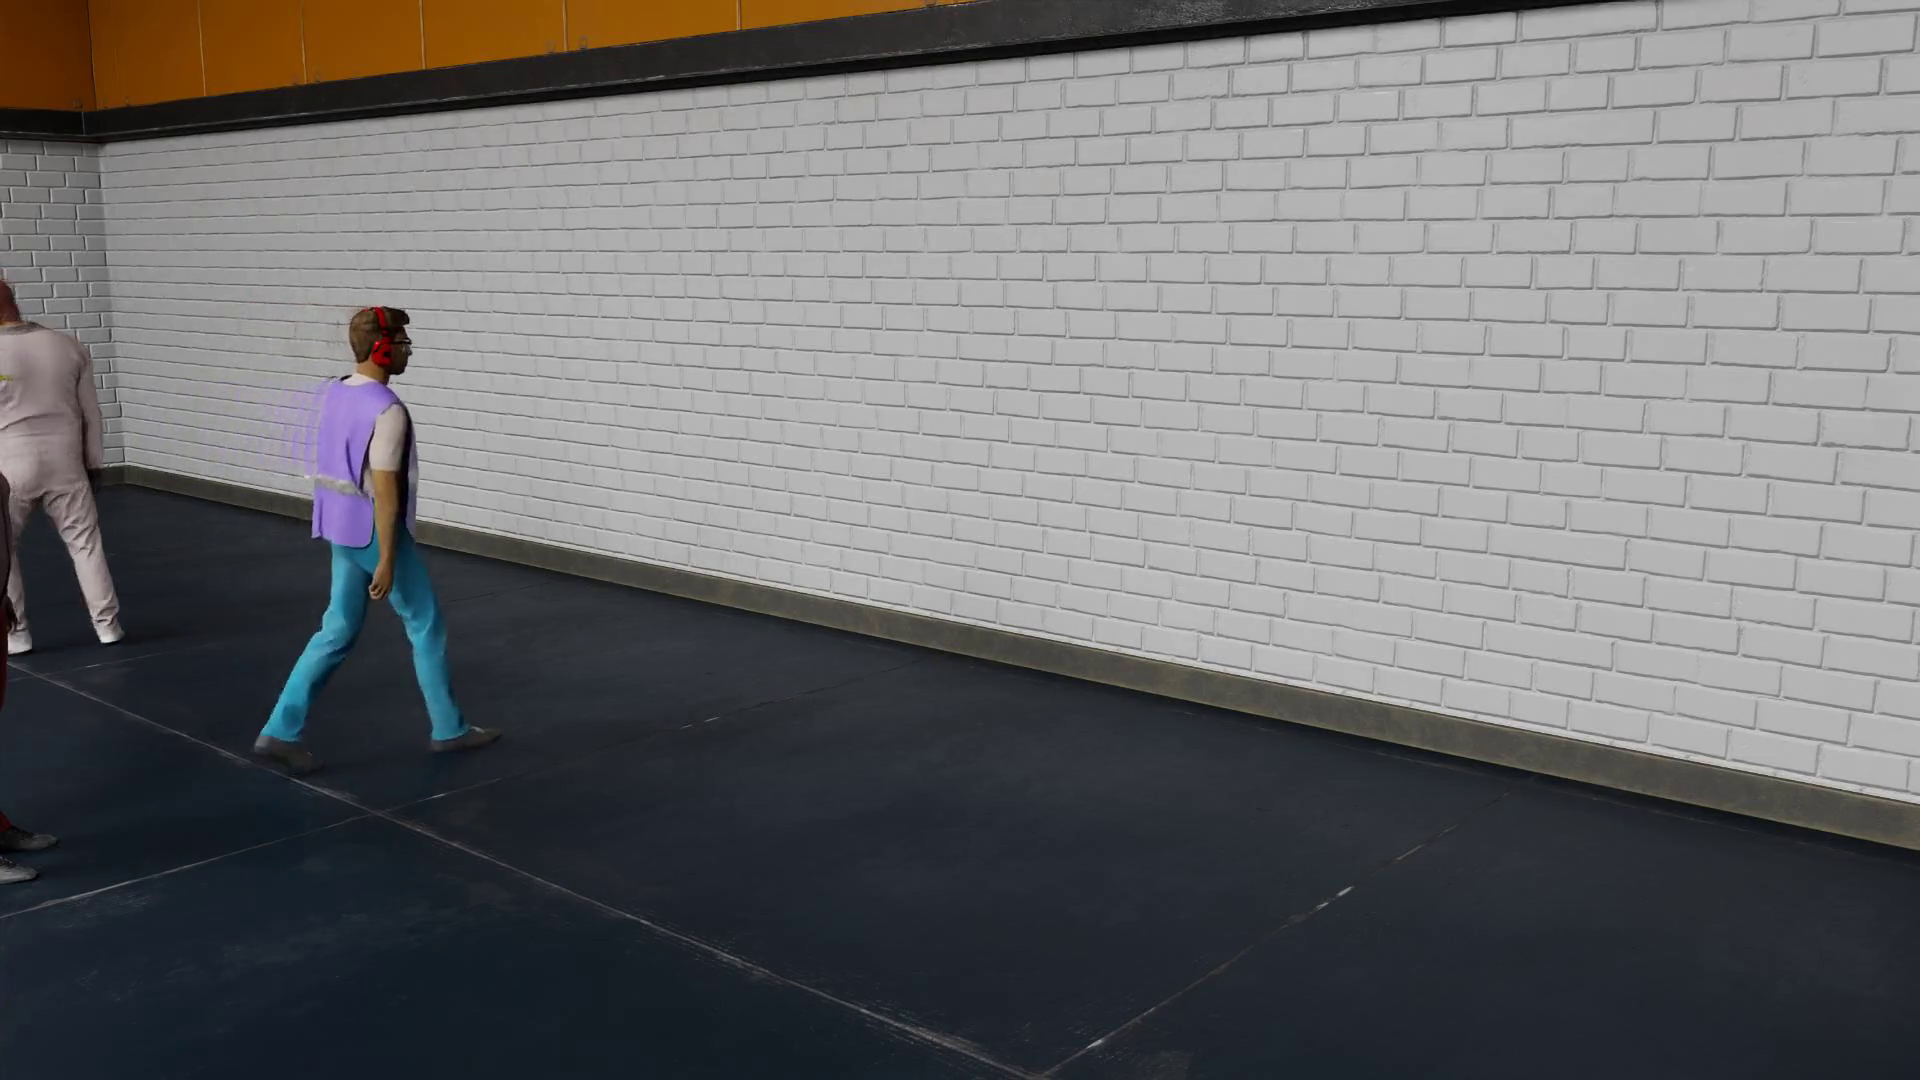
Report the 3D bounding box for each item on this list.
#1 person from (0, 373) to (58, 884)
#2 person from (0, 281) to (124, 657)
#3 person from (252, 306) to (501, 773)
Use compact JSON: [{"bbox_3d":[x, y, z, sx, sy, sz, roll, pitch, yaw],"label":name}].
[{"bbox_3d":[-3.159,0.215,5.341,0.310,1.769,0.525,-3,10,-17],"label":"person"},{"bbox_3d":[-4.625,-0.357,8.305,0.446,1.875,0.710,8,13,37],"label":"person"},{"bbox_3d":[-2.320,0.002,6.450,0.569,1.811,0.926,9,14,42],"label":"person"}]
